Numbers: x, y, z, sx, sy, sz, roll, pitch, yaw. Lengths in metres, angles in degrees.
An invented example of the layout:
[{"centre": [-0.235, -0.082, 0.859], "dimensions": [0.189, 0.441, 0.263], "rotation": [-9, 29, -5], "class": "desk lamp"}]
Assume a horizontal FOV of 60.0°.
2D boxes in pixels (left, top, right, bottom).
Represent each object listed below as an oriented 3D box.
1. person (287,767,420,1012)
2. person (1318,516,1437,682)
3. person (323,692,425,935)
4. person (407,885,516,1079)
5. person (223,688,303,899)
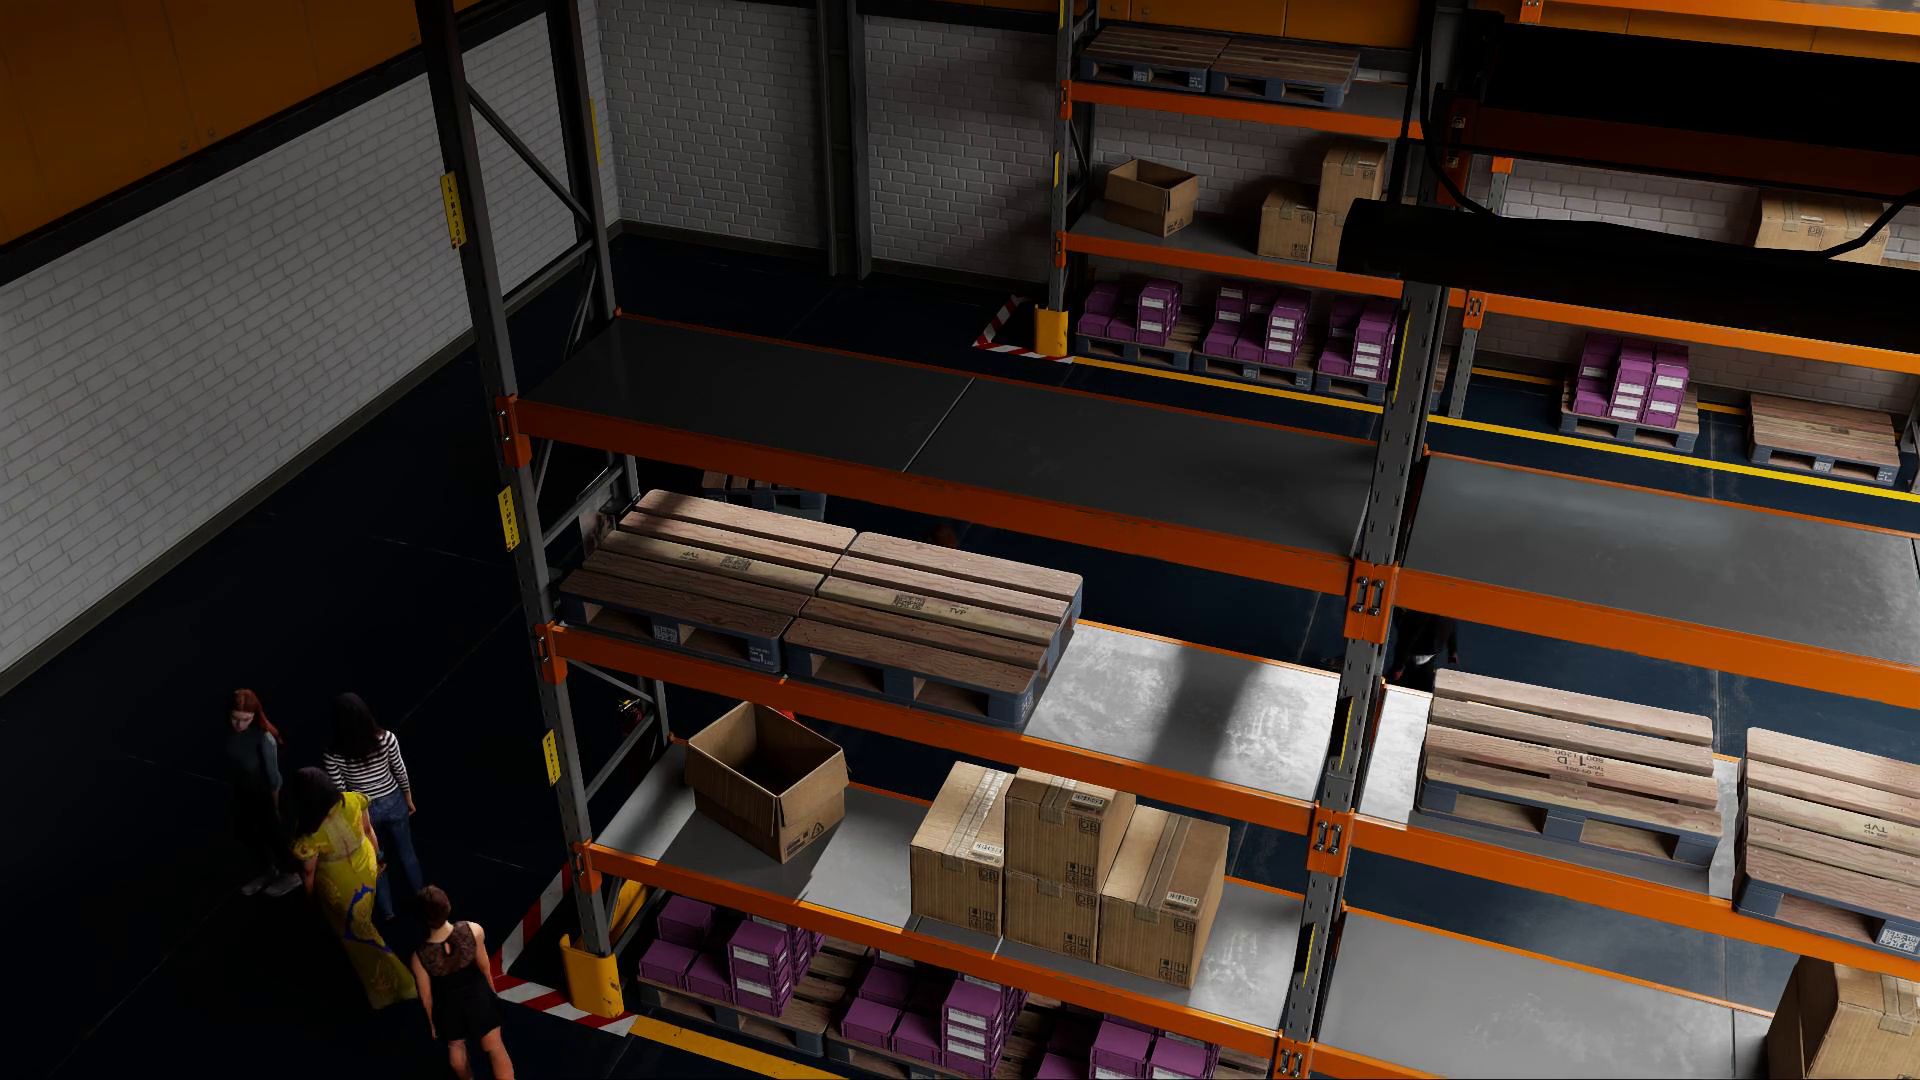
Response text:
[{"centre": [-3.474, 2.021, 9.589], "dimensions": [1.407, 1.603, 0.846], "rotation": [18, 38, 25], "class": "person"}, {"centre": [3.258, 0.393, 12.027], "dimensions": [1.166, 1.615, 0.812], "rotation": [2, 34, 3], "class": "person"}, {"centre": [-3.497, 1.645, 9.979], "dimensions": [0.636, 1.797, 0.676], "rotation": [-17, 37, -24], "class": "person"}, {"centre": [-2.610, 2.516, 8.796], "dimensions": [0.935, 1.655, 1.032], "rotation": [-17, 37, -24], "class": "person"}, {"centre": [-4.217, 1.548, 10.206], "dimensions": [0.800, 1.708, 0.696], "rotation": [-22, 40, -30], "class": "person"}]
